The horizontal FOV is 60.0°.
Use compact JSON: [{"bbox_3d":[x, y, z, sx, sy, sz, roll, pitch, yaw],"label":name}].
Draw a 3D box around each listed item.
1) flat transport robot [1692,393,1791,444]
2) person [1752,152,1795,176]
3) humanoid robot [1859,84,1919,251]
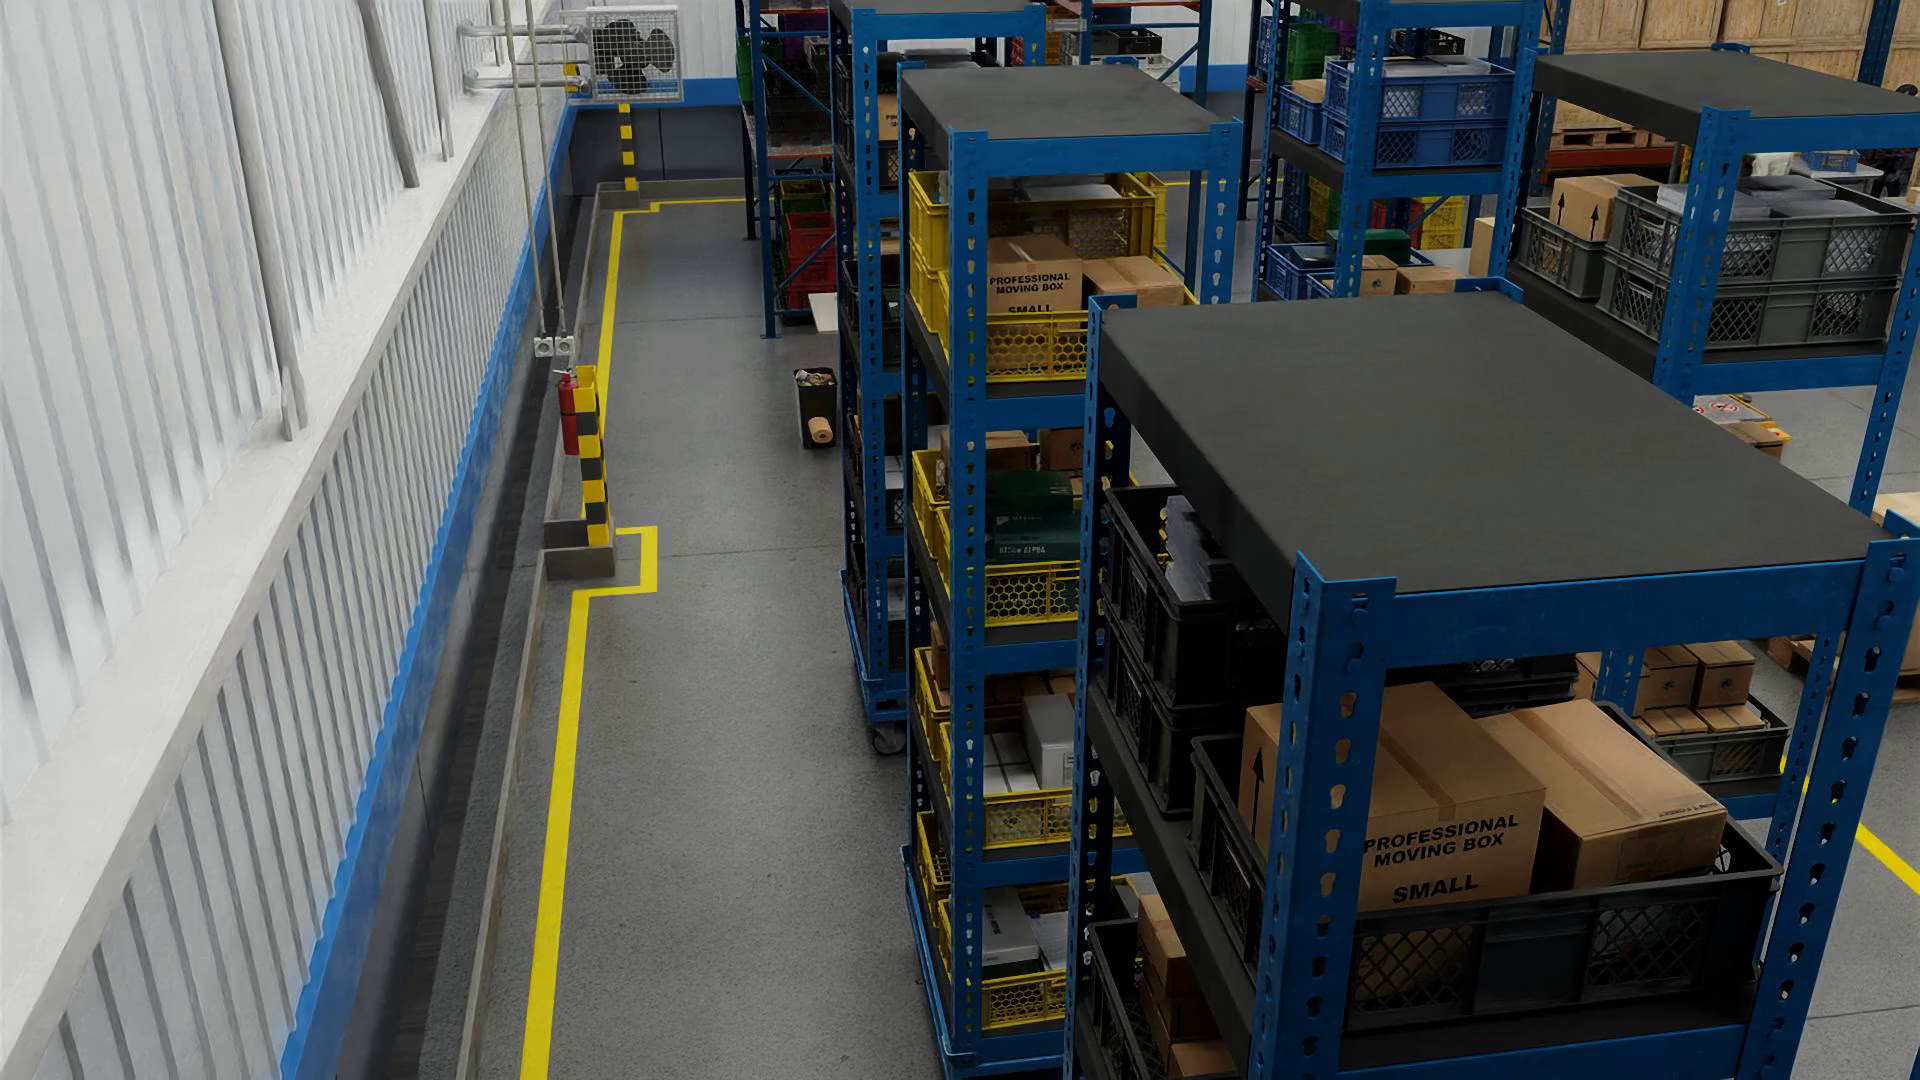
[{"bbox_3d":[5.224,-0.859,12.132,1.431,0.197,0.652,-4,25,-8],"label":"flat transport robot"},{"bbox_3d":[7.297,-3.048,15.130,0.523,1.769,0.312,-17,30,-32],"label":"person"},{"bbox_3d":[9.332,-3.734,16.714,0.326,1.657,0.588,-8,26,-17],"label":"humanoid robot"}]
